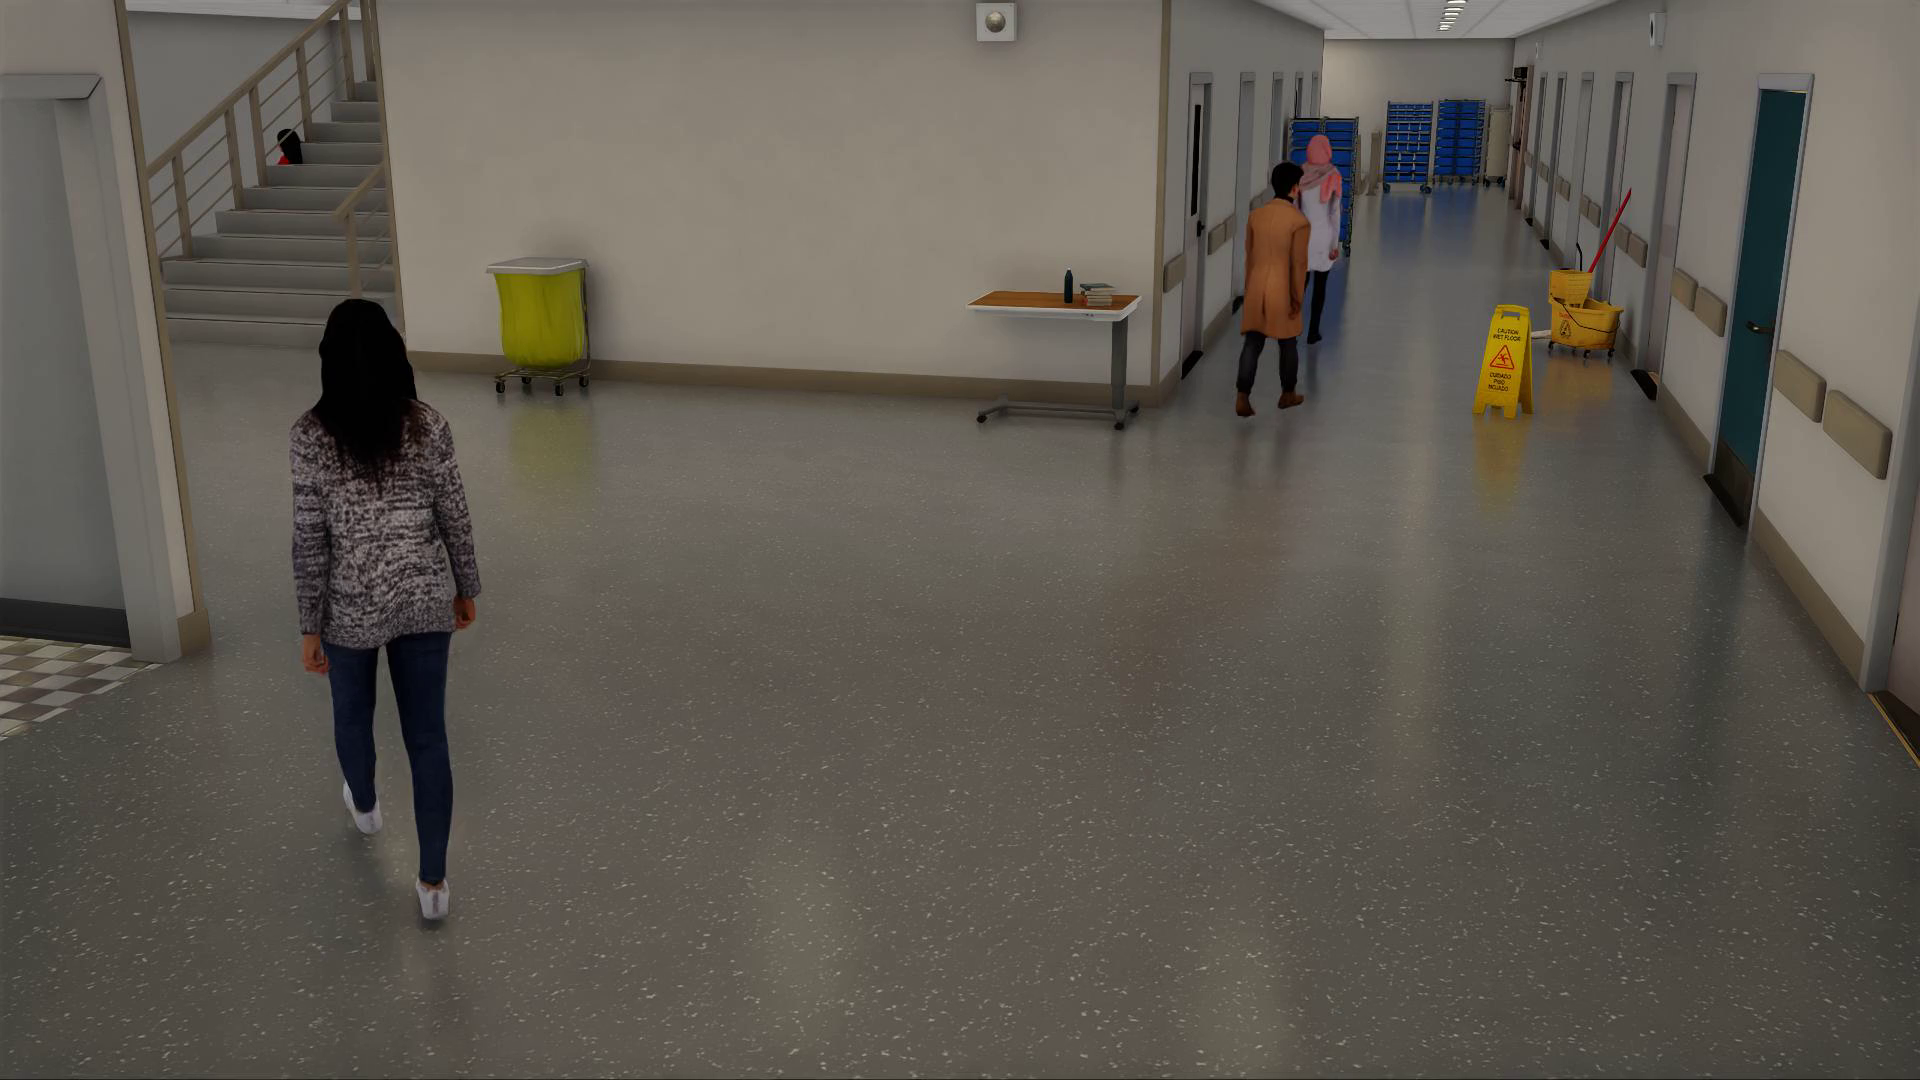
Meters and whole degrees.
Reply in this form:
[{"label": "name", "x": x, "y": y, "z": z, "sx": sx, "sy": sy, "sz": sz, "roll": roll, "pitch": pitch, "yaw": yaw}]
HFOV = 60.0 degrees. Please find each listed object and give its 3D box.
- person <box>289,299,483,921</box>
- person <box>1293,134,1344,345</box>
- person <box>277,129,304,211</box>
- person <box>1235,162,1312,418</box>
[{"label": "person", "x": -1.578, "y": 0.230, "z": 4.591, "sx": 1.060, "sy": 1.696, "sz": 1.176, "roll": -7, "pitch": 17, "yaw": -23}, {"label": "person", "x": 3.013, "y": -2.533, "z": 14.224, "sx": 0.734, "sy": 1.786, "sz": 1.032, "roll": 7, "pitch": 17, "yaw": 24}, {"label": "person", "x": -6.905, "y": -3.387, "z": 17.323, "sx": 0.698, "sy": 1.749, "sz": 0.576, "roll": 2, "pitch": 16, "yaw": 8}, {"label": "person", "x": 2.047, "y": -1.641, "z": 11.152, "sx": 0.882, "sy": 1.695, "sz": 1.182, "roll": 10, "pitch": 19, "yaw": 33}]
